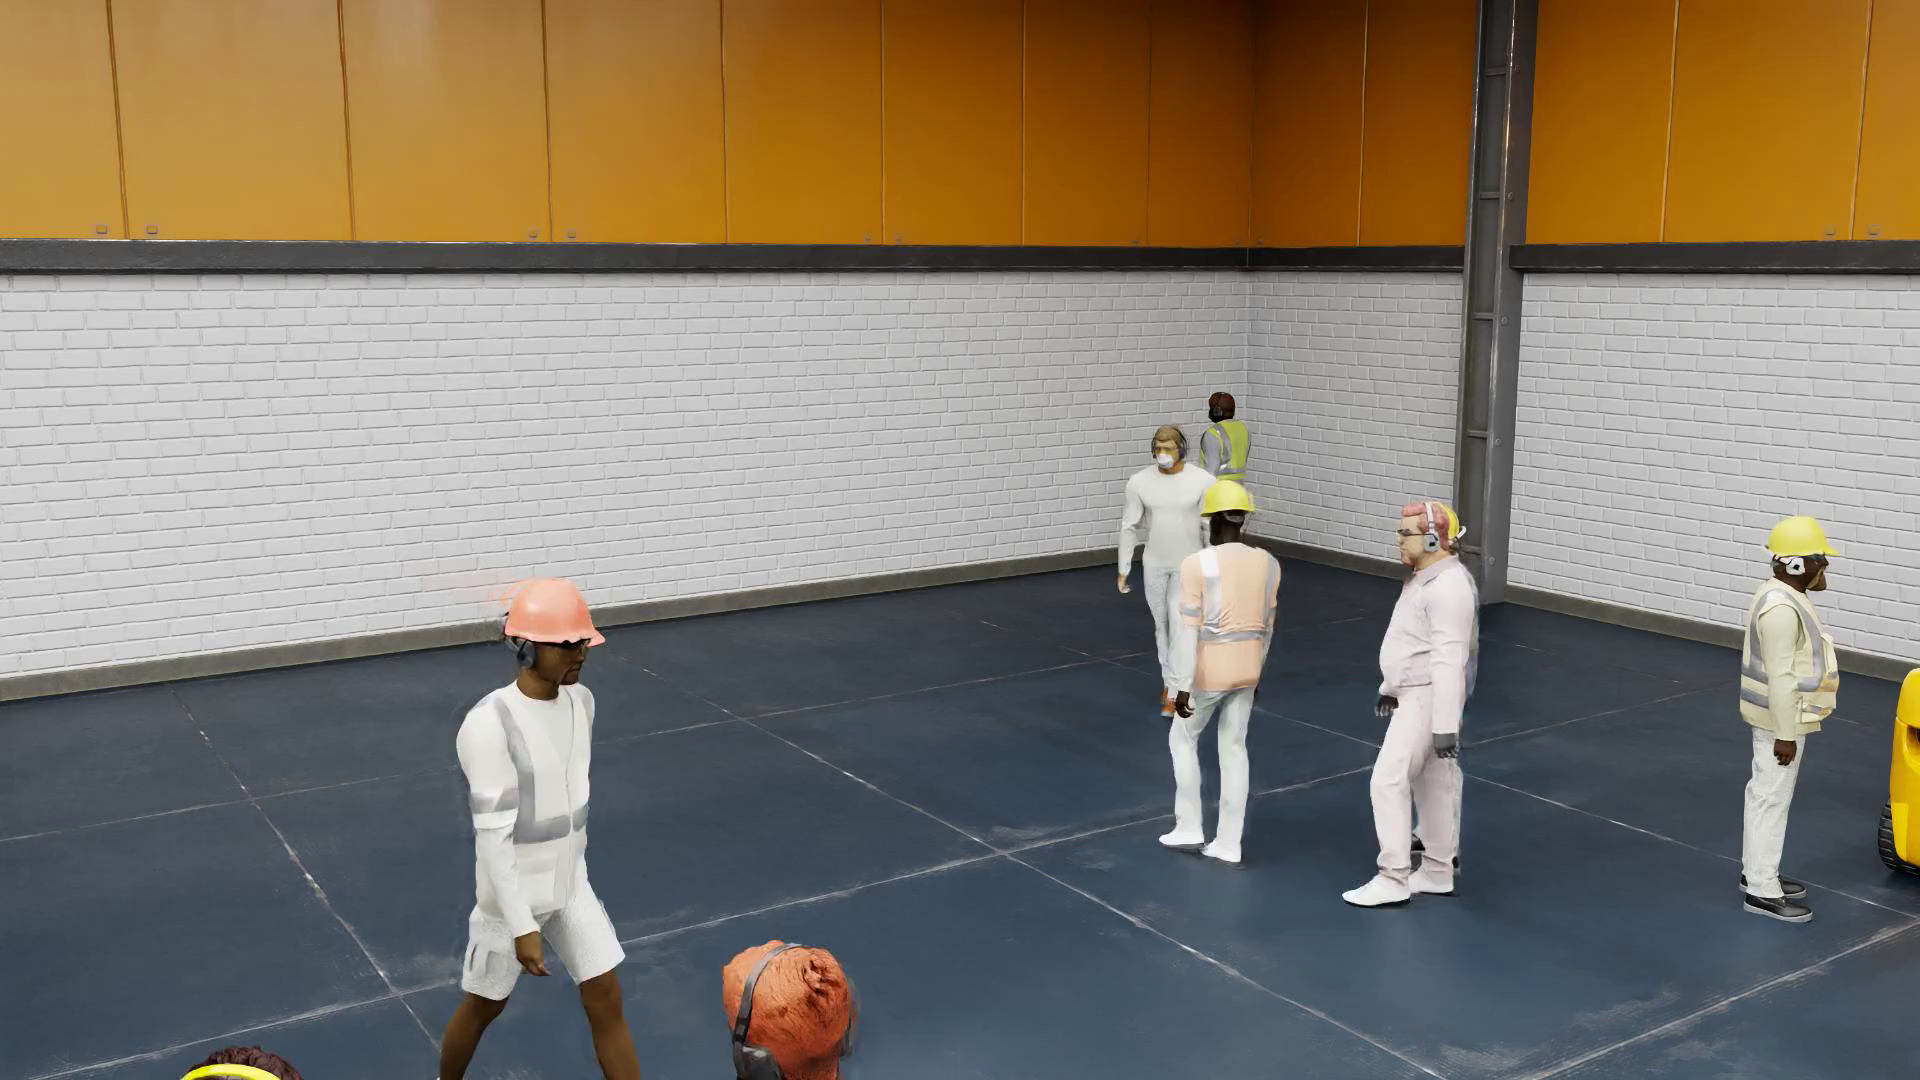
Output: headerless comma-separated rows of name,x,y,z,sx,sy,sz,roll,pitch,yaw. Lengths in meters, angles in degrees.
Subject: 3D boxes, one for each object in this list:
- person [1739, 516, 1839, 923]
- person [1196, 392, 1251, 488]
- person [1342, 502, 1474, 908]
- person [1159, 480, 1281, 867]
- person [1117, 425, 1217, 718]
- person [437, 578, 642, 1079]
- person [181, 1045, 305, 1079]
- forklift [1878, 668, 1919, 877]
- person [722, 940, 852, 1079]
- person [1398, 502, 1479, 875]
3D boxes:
person,3.778,0.799,7.606,0.404,1.837,0.588,4,10,24
person,2.314,-0.398,14.805,0.429,1.841,0.633,8,12,40
person,2.041,0.755,7.715,0.630,1.887,0.664,2,10,14
person,1.281,0.653,8.296,0.615,1.892,0.636,-5,10,-25
person,1.350,0.206,10.948,0.656,1.907,0.845,4,10,23
person,-1.348,1.103,5.351,1.070,1.989,0.627,5,11,27
person,-1.024,1.636,2.487,0.520,1.865,0.328,0,9,-2
forklift,5.511,0.571,7.906,2.313,2.155,1.214,-6,11,-33
person,-0.232,1.581,2.793,0.604,1.875,0.429,-5,11,-29
person,2.308,0.718,8.137,0.403,1.826,0.594,0,9,2
